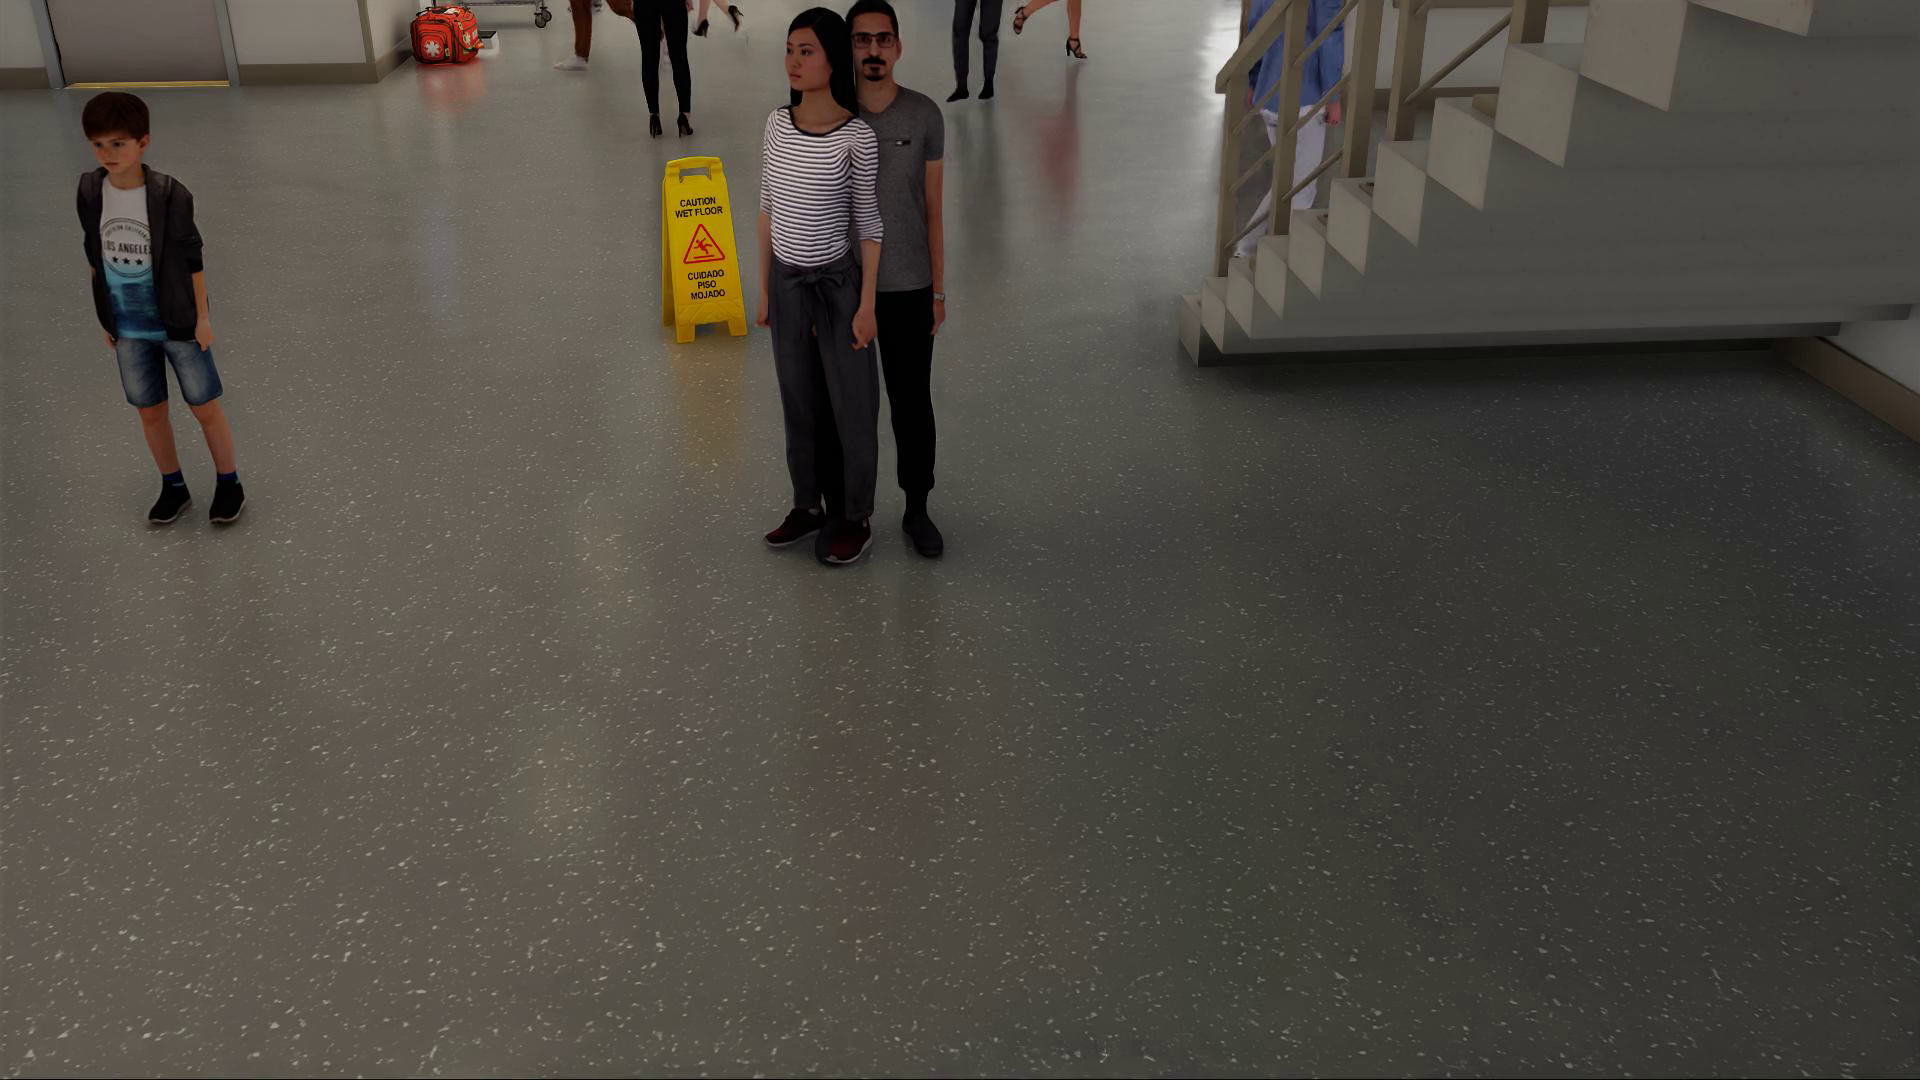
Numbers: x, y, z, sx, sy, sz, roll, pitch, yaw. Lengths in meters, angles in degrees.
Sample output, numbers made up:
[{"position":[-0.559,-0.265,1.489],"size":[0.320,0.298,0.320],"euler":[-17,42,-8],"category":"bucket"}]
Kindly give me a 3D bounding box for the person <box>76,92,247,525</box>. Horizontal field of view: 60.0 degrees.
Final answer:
[{"position":[-2.646,-0.745,5.480],"size":[0.549,1.447,0.531],"euler":[1,26,1],"category":"person"}]

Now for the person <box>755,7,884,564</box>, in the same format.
[{"position":[-0.426,-0.767,5.196],"size":[0.680,1.733,0.708],"euler":[15,29,28],"category":"person"}]

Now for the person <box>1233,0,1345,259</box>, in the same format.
[{"position":[1.478,-2.042,7.675],"size":[0.818,1.877,0.711],"euler":[-11,28,-22],"category":"person"}]

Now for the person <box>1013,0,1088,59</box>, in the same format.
[{"position":[0.811,-4.873,13.750],"size":[1.007,1.698,0.950],"euler":[20,32,35],"category":"person"}]

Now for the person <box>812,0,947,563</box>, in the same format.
[{"position":[-0.269,-0.798,5.238],"size":[0.614,1.753,0.551],"euler":[-4,26,-8],"category":"person"}]

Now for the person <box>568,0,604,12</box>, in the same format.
[{"position":[-3.678,-5.980,15.917],"size":[0.962,1.810,0.865],"euler":[18,31,33],"category":"person"}]

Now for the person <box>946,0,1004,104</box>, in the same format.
[{"position":[0.187,-4.068,12.022],"size":[0.765,1.750,0.885],"euler":[8,27,17],"category":"person"}]

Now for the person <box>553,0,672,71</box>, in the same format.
[{"position":[-2.785,-4.586,13.070],"size":[1.127,1.773,1.245],"euler":[-17,30,-31],"category":"person"}]

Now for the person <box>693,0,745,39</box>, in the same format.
[{"position":[-2.167,-5.169,14.390],"size":[1.060,1.676,0.972],"euler":[23,34,39],"category":"person"}]

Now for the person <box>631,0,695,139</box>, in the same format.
[{"position":[-1.974,-3.533,10.955],"size":[0.584,1.712,0.506],"euler":[0,26,0],"category":"person"}]
